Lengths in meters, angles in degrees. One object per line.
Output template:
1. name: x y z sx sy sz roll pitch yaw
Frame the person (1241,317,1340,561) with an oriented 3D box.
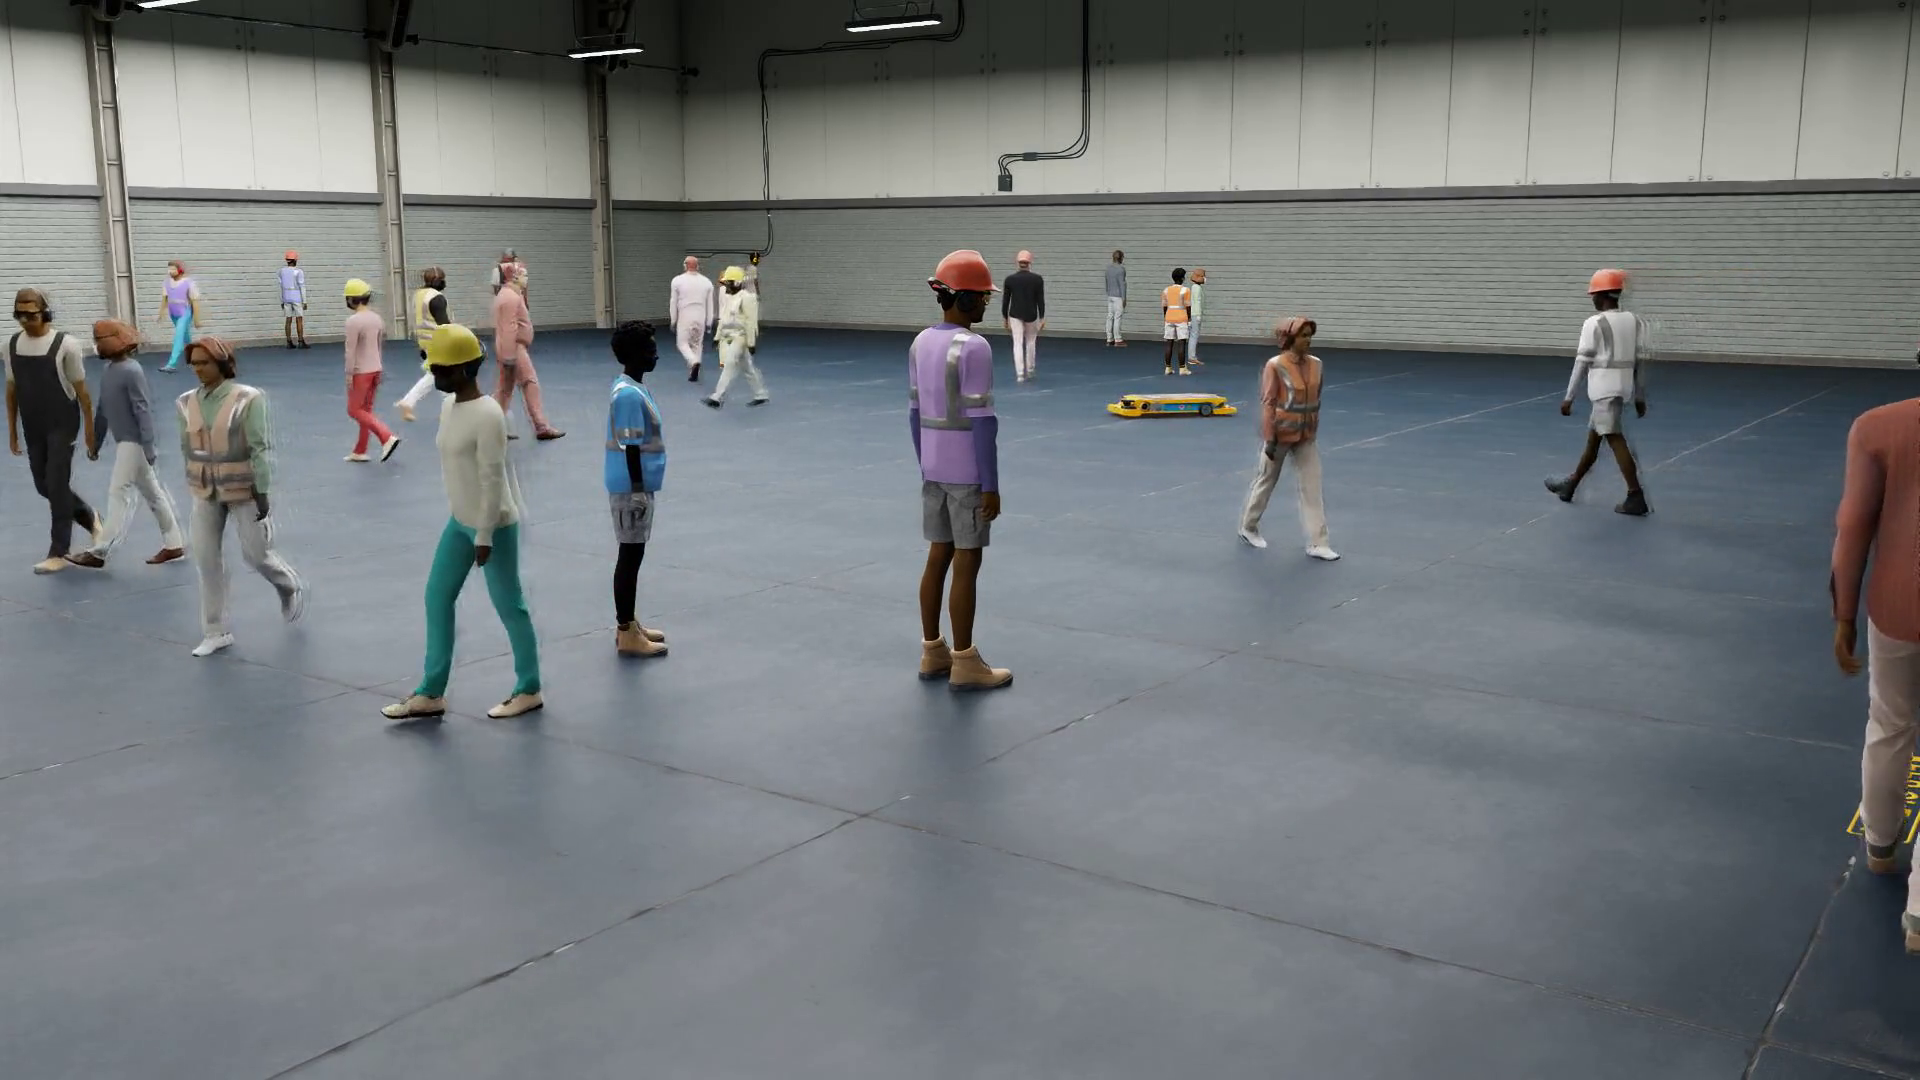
1. person: 2.198 -0.692 11.107 0.527 1.599 0.870 -5 11 -28

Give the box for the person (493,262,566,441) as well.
1. person: -4.584 -1.969 17.509 0.889 1.868 0.658 -4 11 -22

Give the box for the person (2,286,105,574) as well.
1. person: -5.808 -0.728 10.729 0.545 1.813 0.776 1 10 5

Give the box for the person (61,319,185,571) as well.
1. person: -5.400 -0.602 10.615 0.822 1.587 0.515 -9 13 -41

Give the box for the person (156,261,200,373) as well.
1. person: -12.574 -3.592 26.811 0.562 1.793 0.995 5 11 24

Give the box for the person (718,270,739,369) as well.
1. person: -3.851 -3.646 27.549 0.264 1.632 0.508 -4 11 -22

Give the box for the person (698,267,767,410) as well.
1. person: -2.844 -2.531 20.901 0.947 1.780 0.585 -5 11 -25

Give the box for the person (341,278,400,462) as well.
1. person: -5.596 -1.581 15.661 0.655 1.752 0.541 2 10 13

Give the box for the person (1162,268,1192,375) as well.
1. person: 3.431 -3.439 26.222 0.532 1.696 0.318 9 13 40

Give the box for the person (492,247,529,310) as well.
1. person: -8.499 -4.537 31.404 0.691 2.000 0.719 5 11 25

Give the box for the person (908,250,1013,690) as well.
1. person: 0.008 -0.322 7.785 0.372 2.042 0.615 -6 12 -32

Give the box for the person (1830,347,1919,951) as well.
1. person: 3.037 0.202 5.111 0.626 1.941 0.992 7 12 33

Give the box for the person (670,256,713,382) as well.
1. person: -3.986 -3.283 24.794 0.659 1.891 0.642 -6 12 -29

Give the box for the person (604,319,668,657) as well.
1. person: -1.645 -0.266 8.445 0.317 1.695 0.540 -2 10 -11

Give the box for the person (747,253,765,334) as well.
1. person: -4.703 -5.645 38.110 0.329 1.865 0.508 -6 12 -30

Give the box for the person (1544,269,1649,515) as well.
1. person: 4.999 -1.155 12.929 0.557 1.867 1.068 -5 11 -27

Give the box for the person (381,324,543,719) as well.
1. person: -2.165 -0.052 7.137 0.781 1.727 0.547 -9 13 -40

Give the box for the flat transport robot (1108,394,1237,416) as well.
1. flat transport robot: 2.573 -1.646 20.167 1.431 0.197 0.652 -2 10 -12

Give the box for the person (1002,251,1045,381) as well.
1. person: 0.969 -3.411 25.353 0.649 1.939 1.006 1 10 4

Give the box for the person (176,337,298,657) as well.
1. person: -3.744 -0.252 8.595 0.512 1.613 0.678 1 10 6

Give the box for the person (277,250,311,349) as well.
1. person: -13.115 -4.725 32.746 0.552 1.935 0.370 2 10 9

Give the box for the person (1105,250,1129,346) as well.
1. person: 3.167 -4.881 33.613 0.372 1.940 0.629 -6 12 -29

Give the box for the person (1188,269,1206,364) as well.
1. person: 4.101 -3.860 28.748 0.268 1.632 0.507 0 10 1

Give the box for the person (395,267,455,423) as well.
1. person: -6.166 -2.268 19.352 0.844 1.813 0.623 -6 12 -29
